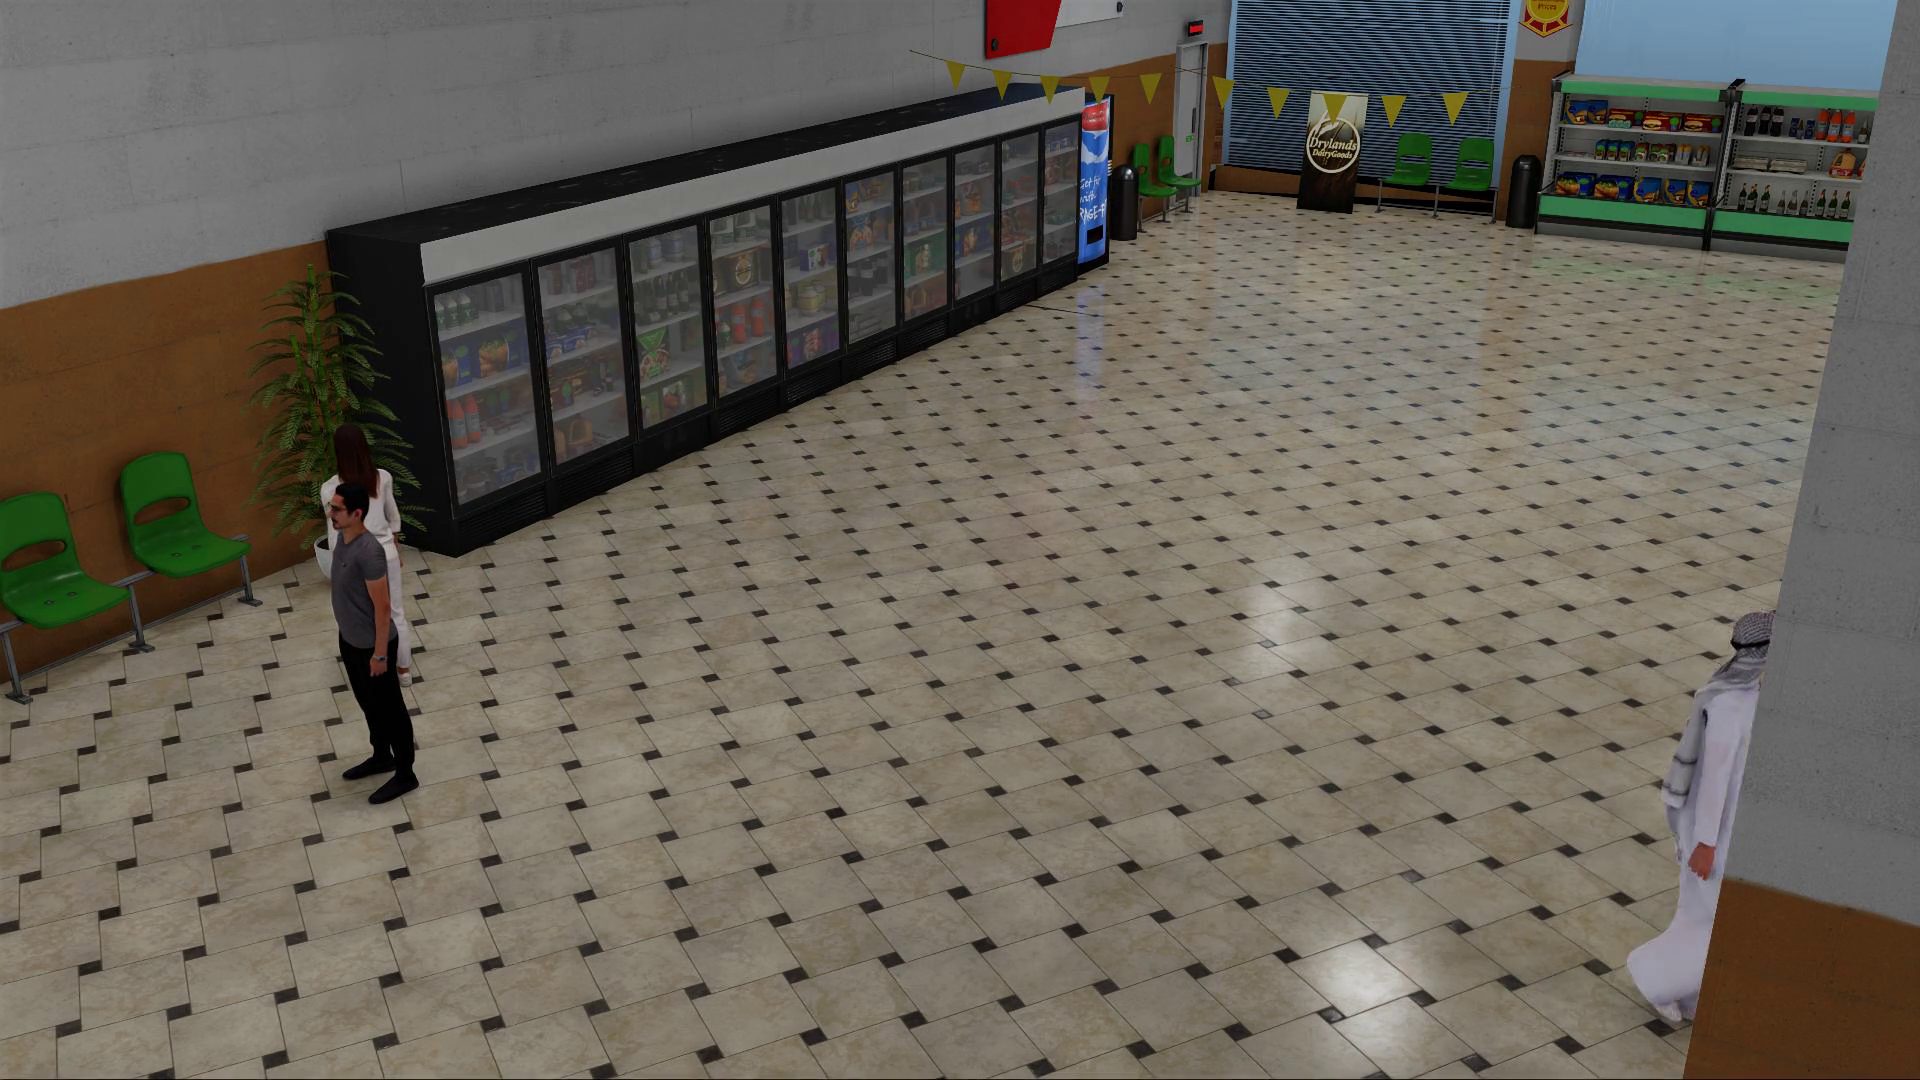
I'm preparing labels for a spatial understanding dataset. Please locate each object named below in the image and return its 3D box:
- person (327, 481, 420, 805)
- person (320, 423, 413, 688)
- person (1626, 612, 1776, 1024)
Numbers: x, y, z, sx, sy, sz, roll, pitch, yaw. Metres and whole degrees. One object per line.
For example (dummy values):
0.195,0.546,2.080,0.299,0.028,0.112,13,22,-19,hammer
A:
-3.123,0.512,8.788,0.742,1.755,0.599,-18,28,-37,person
-3.515,0.118,9.859,0.610,1.688,0.656,20,30,41,person
3.065,1.171,6.933,0.770,1.914,0.716,14,26,31,person
